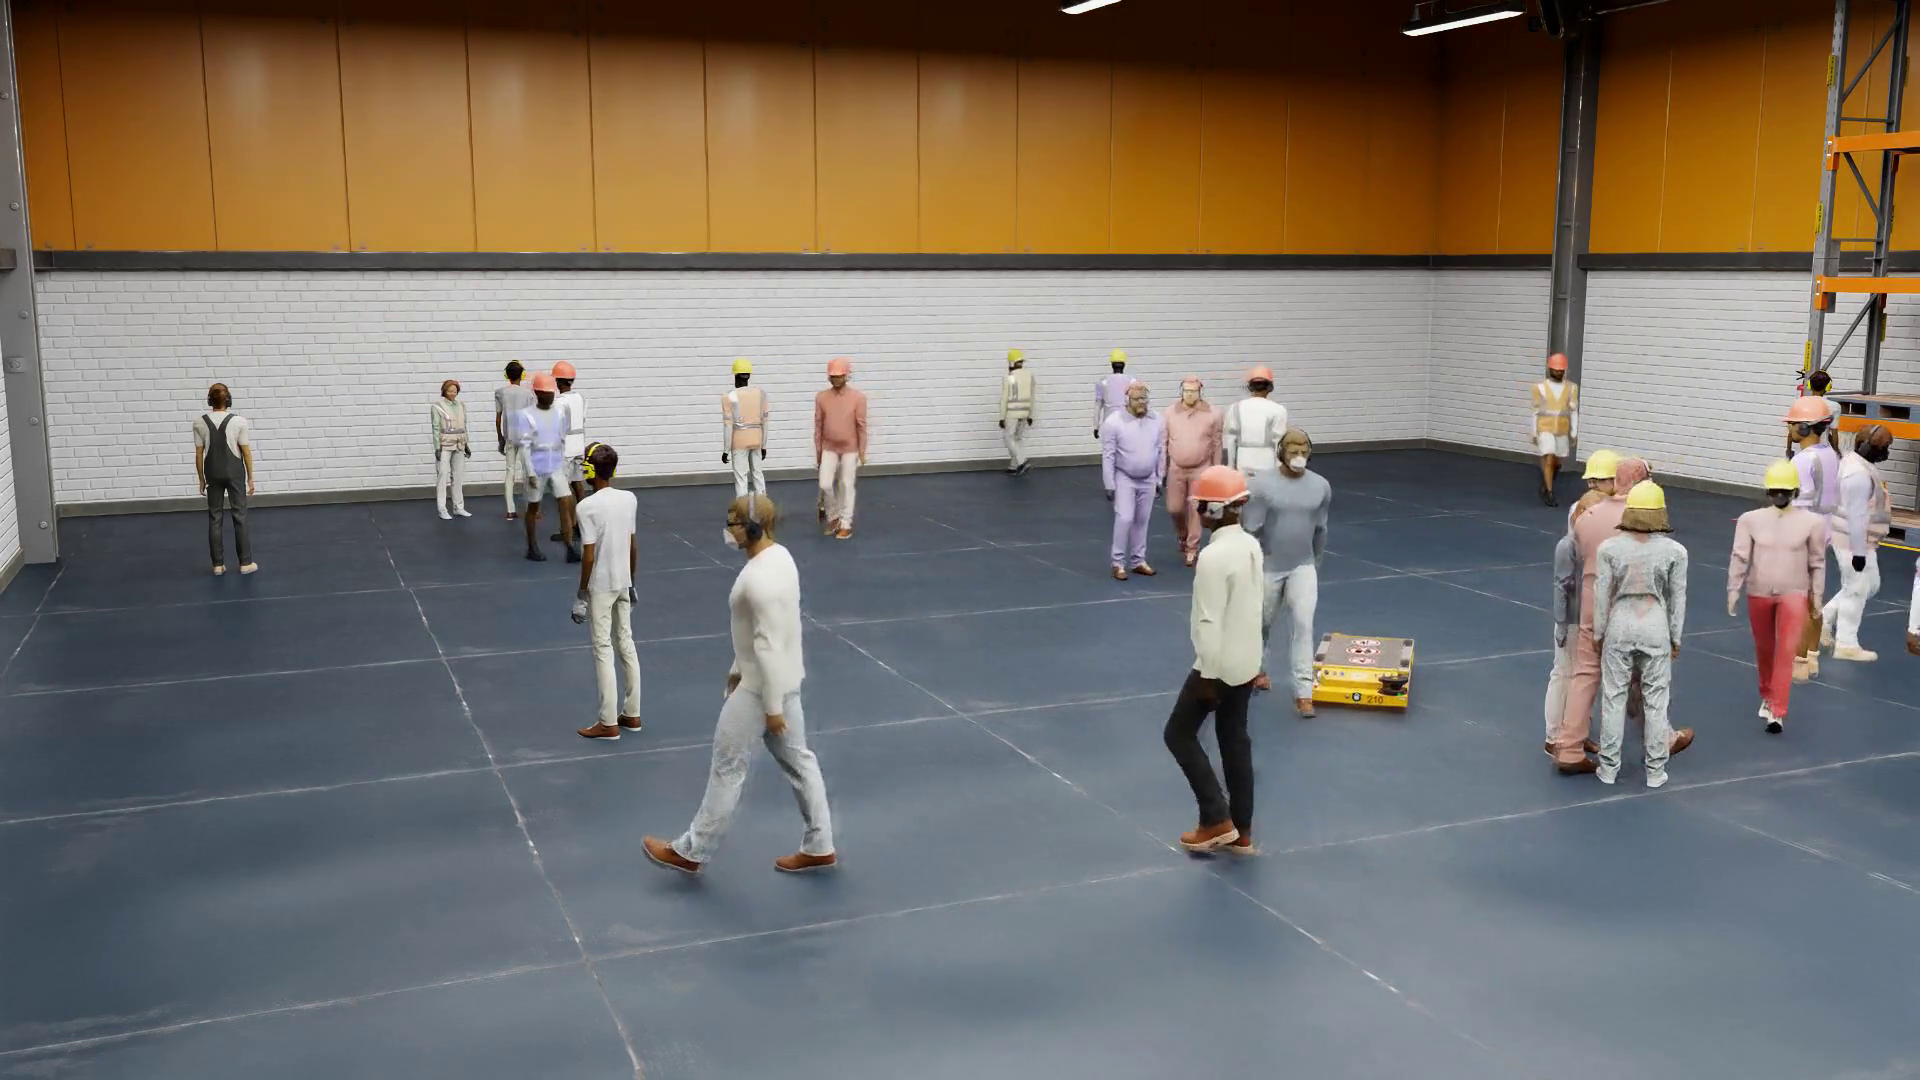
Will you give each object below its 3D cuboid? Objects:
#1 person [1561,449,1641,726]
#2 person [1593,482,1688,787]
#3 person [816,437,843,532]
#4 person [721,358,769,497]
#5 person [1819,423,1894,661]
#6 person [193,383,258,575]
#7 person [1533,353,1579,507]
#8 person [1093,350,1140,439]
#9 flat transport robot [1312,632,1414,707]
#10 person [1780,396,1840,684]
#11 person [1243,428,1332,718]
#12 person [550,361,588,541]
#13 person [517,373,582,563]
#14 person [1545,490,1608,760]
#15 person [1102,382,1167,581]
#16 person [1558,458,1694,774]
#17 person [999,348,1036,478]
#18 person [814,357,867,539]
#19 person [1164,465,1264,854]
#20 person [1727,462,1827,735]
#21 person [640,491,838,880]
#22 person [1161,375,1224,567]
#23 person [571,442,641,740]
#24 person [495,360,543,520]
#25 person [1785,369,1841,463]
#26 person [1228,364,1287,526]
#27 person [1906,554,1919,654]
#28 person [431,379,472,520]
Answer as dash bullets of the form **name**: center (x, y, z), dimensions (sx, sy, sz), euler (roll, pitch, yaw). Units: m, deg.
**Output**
- **person**: center (4.102, 0.324, 10.550), dimensions (0.651, 1.816, 0.604), euler (-8, 12, -39)
- **person**: center (3.864, 0.537, 9.495), dimensions (0.489, 1.741, 0.321), euler (4, 10, 21)
- **person**: center (-1.395, -0.910, 18.653), dimensions (0.520, 1.605, 0.697), euler (-3, 10, -17)
- **person**: center (-2.420, -1.073, 18.683), dimensions (0.585, 1.928, 0.379), euler (-7, 12, -38)
- **person**: center (6.685, 0.022, 12.416), dimensions (0.449, 1.808, 0.675), euler (4, 10, 25)
- **person**: center (-7.042, -0.581, 15.956), dimensions (0.512, 1.845, 0.340), euler (-2, 10, -11)
- **person**: center (7.382, -1.389, 20.706), dimensions (0.545, 1.906, 0.815), euler (1, 9, 8)
- **person**: center (2.017, -1.501, 21.416), dimensions (0.607, 1.873, 0.984), euler (0, 9, 0)
- **flat transport robot**: center (2.854, 0.896, 11.763), dimensions (0.652, 0.197, 1.431), euler (3, 10, 17)
- **person**: center (5.978, -0.002, 11.844), dimensions (0.386, 2.041, 0.615), euler (9, 13, 44)
- **person**: center (2.183, 0.179, 11.239), dimensions (0.630, 1.898, 1.019), euler (-1, 9, -6)
- **person**: center (-4.234, -0.953, 17.913), dimensions (0.347, 1.943, 0.544), euler (3, 10, 20)
- **person**: center (-4.072, -0.697, 16.469), dimensions (0.552, 1.897, 0.926), euler (-8, 12, -41)
- **person**: center (3.750, 0.507, 10.001), dimensions (0.501, 1.631, 0.285), euler (-6, 11, -31)
- **person**: center (1.647, -0.555, 15.710), dimensions (0.644, 1.876, 0.512), euler (-3, 10, -19)
- **person**: center (3.908, 0.442, 9.755), dimensions (1.030, 1.842, 0.658), euler (-6, 11, -32)
- **person**: center (0.797, -1.779, 23.302), dimensions (0.609, 1.824, 0.600), euler (-8, 12, -40)
- **person**: center (-1.299, -0.988, 18.035), dimensions (0.615, 1.980, 0.429), euler (2, 10, 11)
- **person**: center (1.284, 0.611, 8.329), dimensions (0.488, 1.973, 0.659), euler (6, 11, 33)
- **person**: center (5.197, 0.360, 10.624), dimensions (0.546, 1.712, 0.901), euler (6, 11, 32)
- **person**: center (-1.053, 0.706, 8.001), dimensions (0.965, 1.894, 0.645), euler (1, 9, 6)
- **person**: center (2.292, -0.705, 16.578), dimensions (0.644, 1.887, 0.626), euler (3, 10, 15)
- **person**: center (-2.226, 0.318, 10.430), dimensions (0.327, 1.874, 0.519), euler (6, 11, 31)
- **person**: center (-5.145, -1.159, 19.368), dimensions (0.514, 1.877, 0.328), euler (1, 9, 8)
- **person**: center (9.096, -0.887, 17.775), dimensions (0.517, 1.865, 0.324), euler (6, 11, 33)
- **person**: center (2.867, -0.713, 16.267), dimensions (0.609, 2.008, 0.856), euler (6, 11, 31)
- **person**: center (5.659, 0.458, 9.411), dimensions (0.559, 1.921, 0.405), euler (1, 9, 3)
- **person**: center (-5.966, -1.063, 19.498), dimensions (0.311, 1.639, 0.512), euler (6, 11, 32)
